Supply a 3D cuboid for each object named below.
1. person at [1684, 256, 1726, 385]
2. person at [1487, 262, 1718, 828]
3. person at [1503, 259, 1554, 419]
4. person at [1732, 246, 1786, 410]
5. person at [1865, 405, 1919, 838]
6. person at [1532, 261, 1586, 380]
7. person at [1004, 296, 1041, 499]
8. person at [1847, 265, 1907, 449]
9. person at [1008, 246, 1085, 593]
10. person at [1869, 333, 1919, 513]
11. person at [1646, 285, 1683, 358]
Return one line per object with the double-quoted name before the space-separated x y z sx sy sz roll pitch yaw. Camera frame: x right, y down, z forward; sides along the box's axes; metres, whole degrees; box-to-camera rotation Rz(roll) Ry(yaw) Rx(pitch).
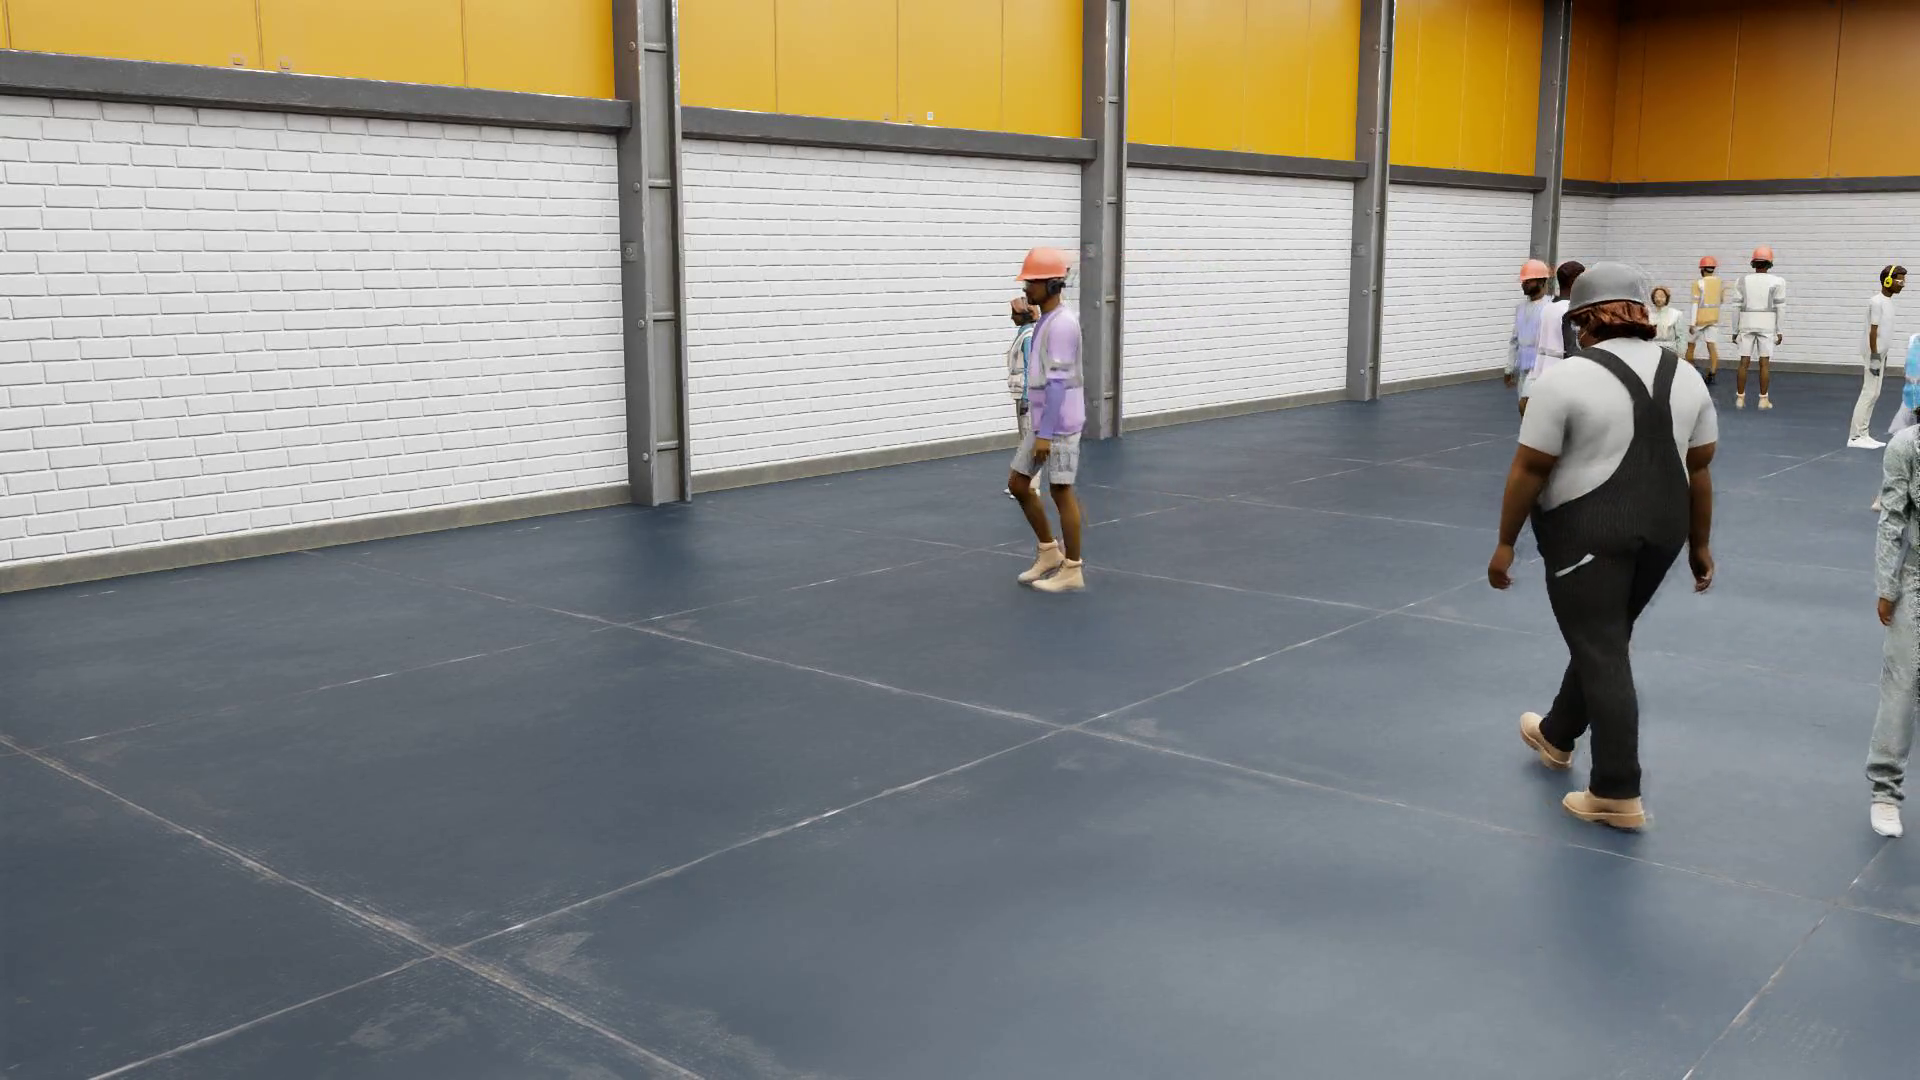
"person" 11.085 -3.284 24.881 0.562 1.895 0.904 -1 10 -6
"person" 2.307 -0.052 6.077 0.763 2.000 1.027 -3 10 -18
"person" 5.121 -1.560 15.016 0.604 1.913 0.568 -4 11 -20
"person" 10.015 -2.656 20.886 0.607 2.048 0.370 7 12 34
"person" 3.391 0.168 5.685 0.483 1.743 0.317 3 10 18
"person" 4.777 -1.247 13.230 0.383 1.918 0.597 0 10 -3
"person" 0.531 -1.151 13.482 0.308 1.638 0.511 -1 10 -4
"person" 9.311 -1.847 16.854 0.367 1.853 0.496 9 13 42
"person" 0.509 -0.678 9.685 0.533 2.024 0.604 -2 10 -11
"person" 7.335 -1.010 12.574 0.534 1.671 0.557 -4 11 -20
"person" 7.924 -2.085 18.881 0.522 1.614 0.770 5 11 25
